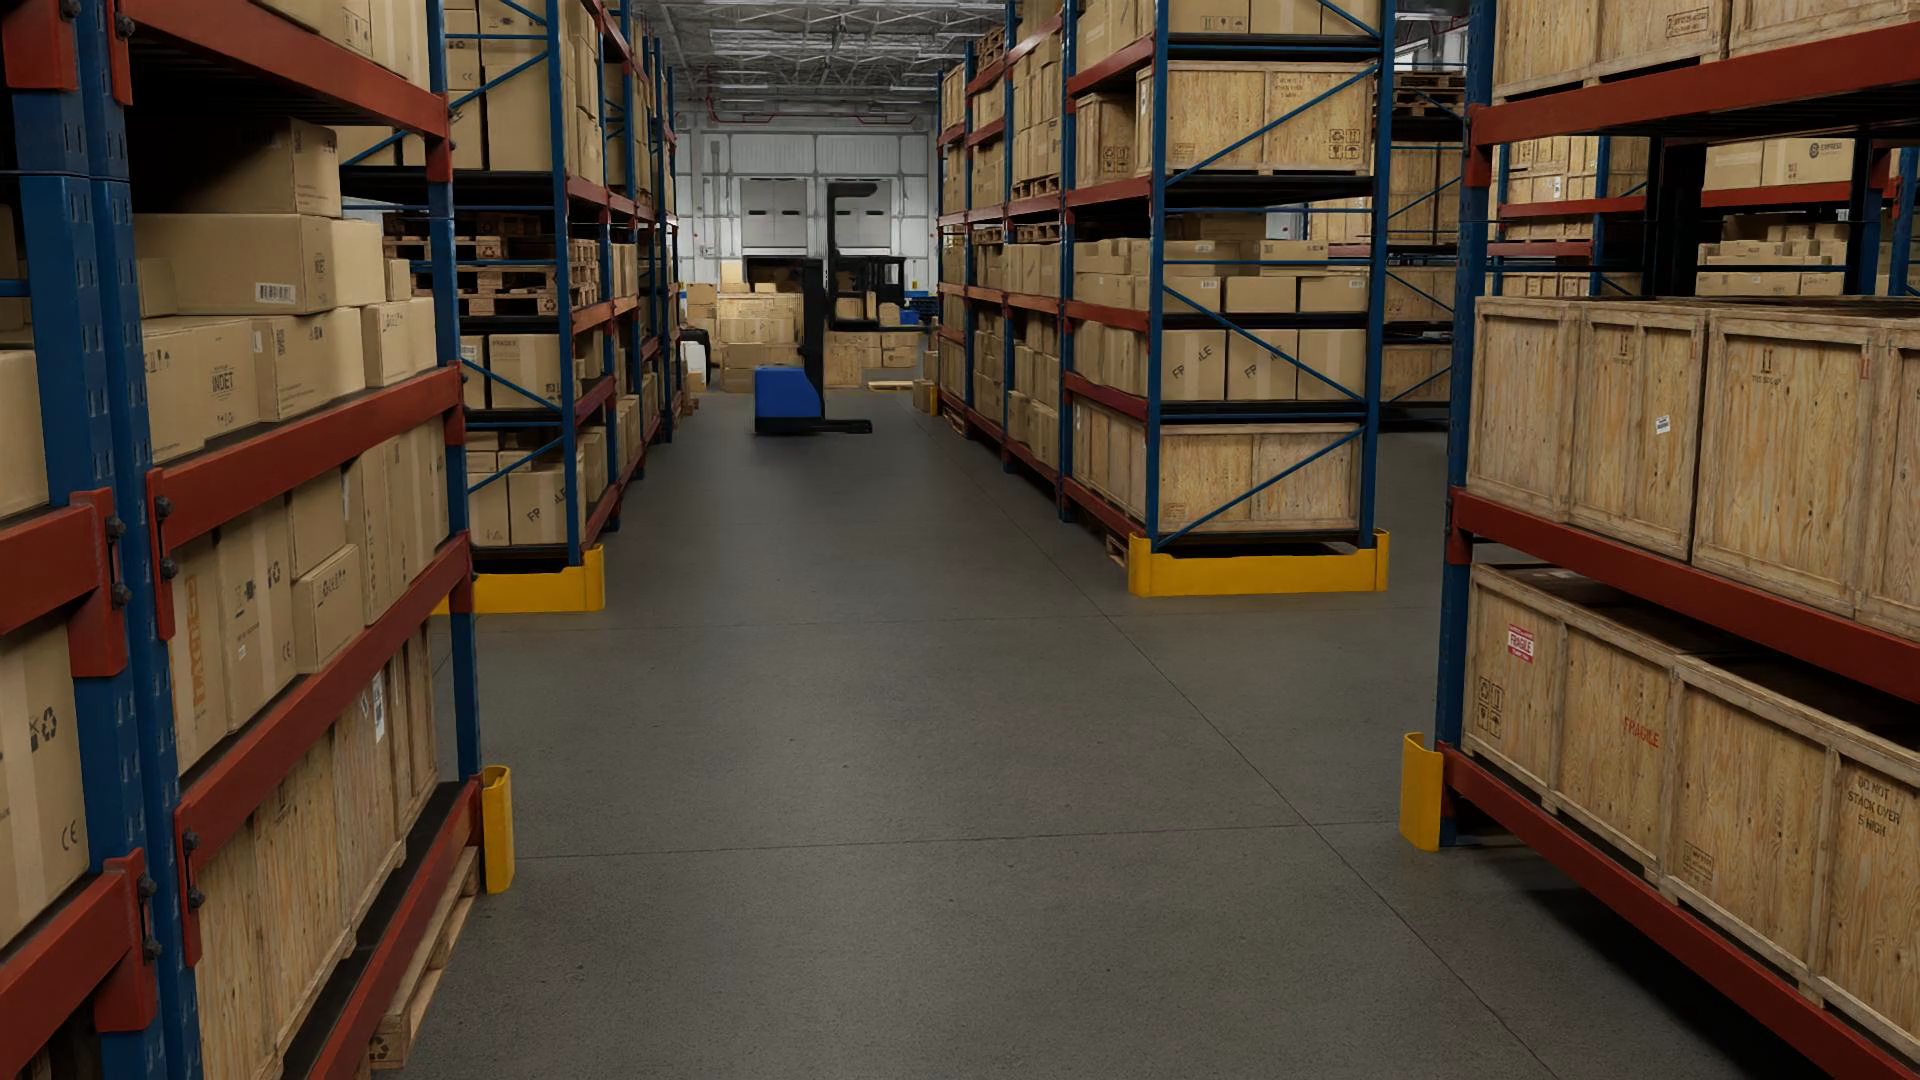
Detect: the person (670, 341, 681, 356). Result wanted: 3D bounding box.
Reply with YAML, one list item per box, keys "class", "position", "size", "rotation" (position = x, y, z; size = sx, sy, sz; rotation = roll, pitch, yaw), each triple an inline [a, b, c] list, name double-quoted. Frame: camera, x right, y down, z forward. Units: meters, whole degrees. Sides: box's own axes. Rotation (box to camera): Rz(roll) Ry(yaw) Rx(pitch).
- class: "person"
  position: [-5.654, -3.460, 32.352]
  size: [0.559, 1.618, 0.551]
  rotation: [4, 10, 21]

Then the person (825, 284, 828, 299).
- class: "person"
  position: [-4.294, -7.423, 54.543]
  size: [0.638, 1.932, 0.363]
  rotation: [1, 10, 7]

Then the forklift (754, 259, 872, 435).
- class: "forklift"
  position: [-2.383, -3.139, 26.838]
  size: [1.873, 2.768, 1.129]
  rotation: [-1, 10, -5]

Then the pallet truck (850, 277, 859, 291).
- class: "pallet truck"
  position: [-3.782, -9.391, 65.808]
  size: [1.885, 1.965, 0.823]
  rotation: [2, 10, 10]

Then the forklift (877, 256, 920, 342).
- class: "forklift"
  position: [-2.225, -7.845, 54.237]
  size: [1.129, 2.768, 1.873]
  rotation: [-6, 12, -33]
